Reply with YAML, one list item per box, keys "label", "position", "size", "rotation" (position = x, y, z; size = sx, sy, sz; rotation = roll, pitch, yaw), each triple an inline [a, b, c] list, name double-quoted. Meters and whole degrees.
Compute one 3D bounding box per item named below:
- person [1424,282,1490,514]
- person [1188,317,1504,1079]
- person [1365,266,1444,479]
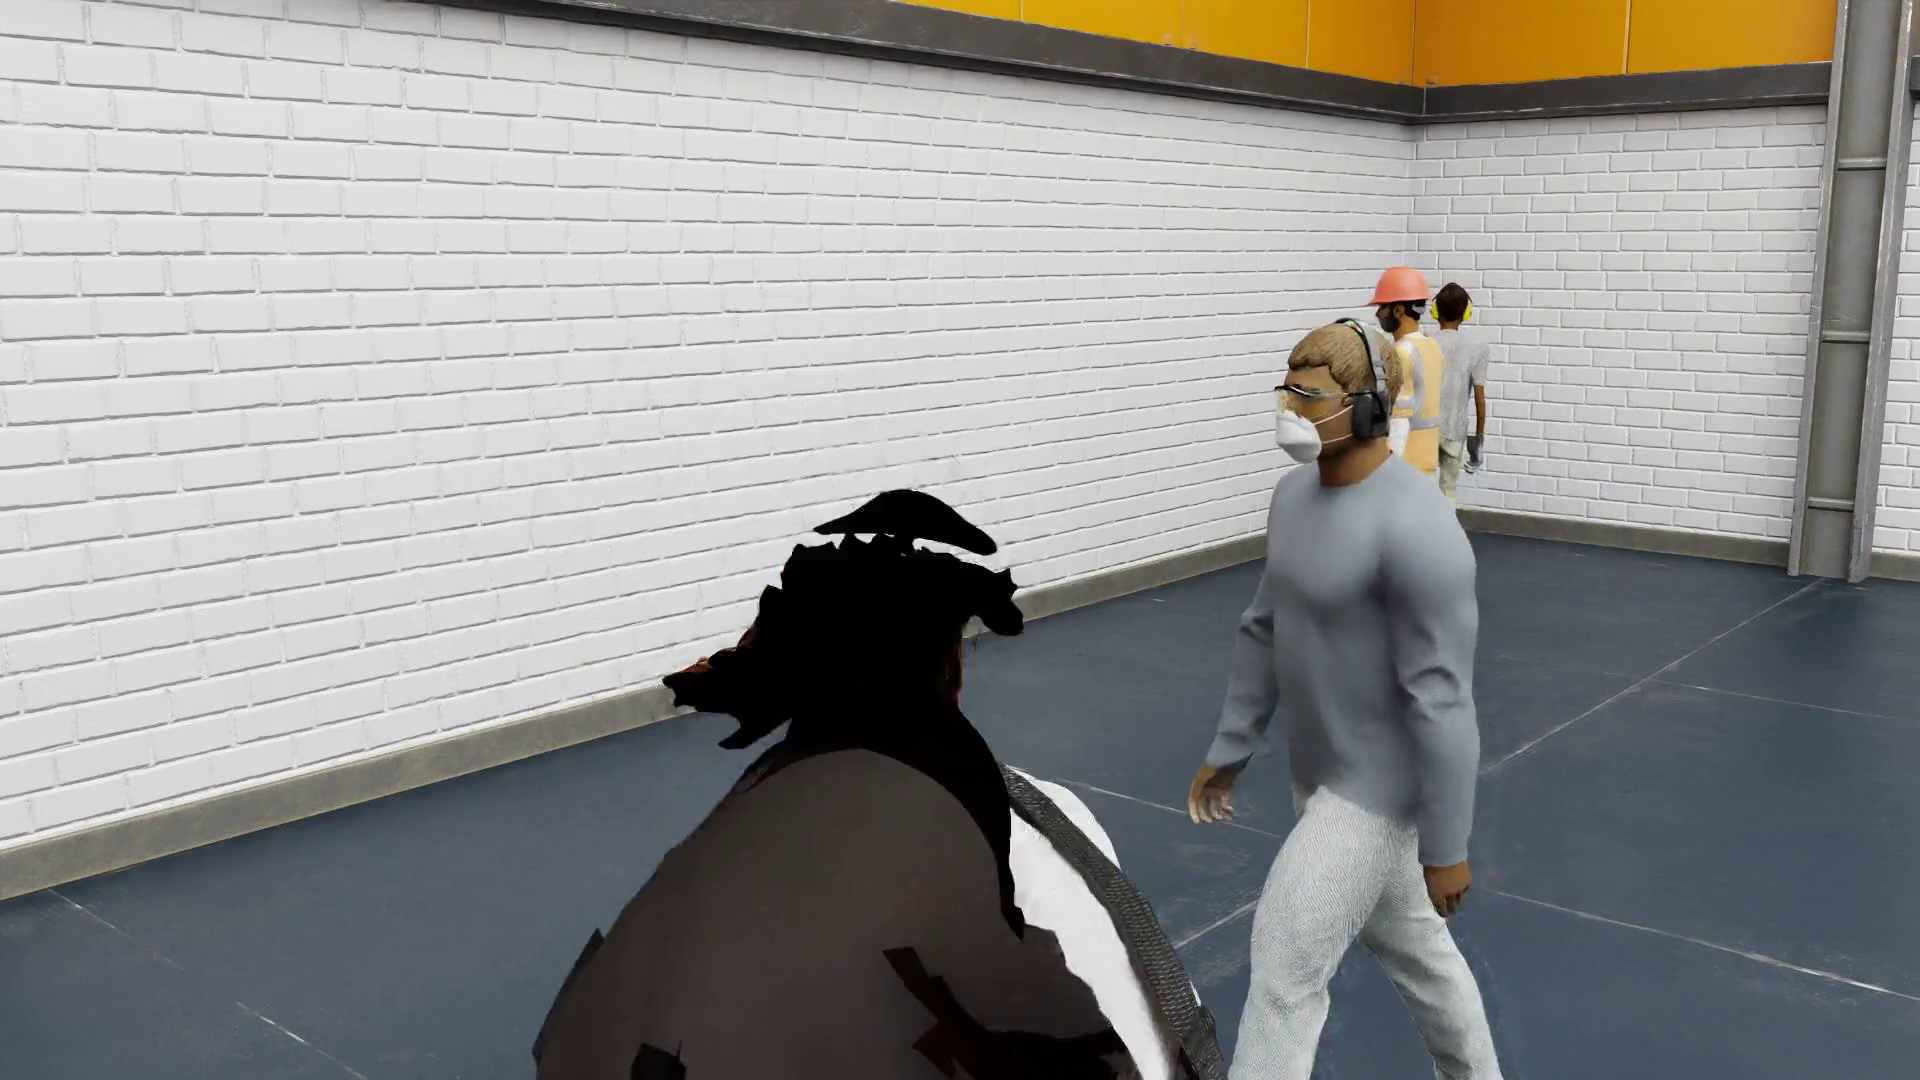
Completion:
- label: "person"
  position: [2.878, -0.624, 9.980]
  size: [0.516, 1.825, 0.968]
  rotation: [2, 10, 9]
- label: "person"
  position: [0.771, 0.502, 3.369]
  size: [1.028, 1.889, 0.630]
  rotation: [-2, 10, -9]
- label: "person"
  position: [2.132, -0.360, 8.130]
  size: [0.377, 1.933, 0.551]
  rotation: [6, 12, 33]
